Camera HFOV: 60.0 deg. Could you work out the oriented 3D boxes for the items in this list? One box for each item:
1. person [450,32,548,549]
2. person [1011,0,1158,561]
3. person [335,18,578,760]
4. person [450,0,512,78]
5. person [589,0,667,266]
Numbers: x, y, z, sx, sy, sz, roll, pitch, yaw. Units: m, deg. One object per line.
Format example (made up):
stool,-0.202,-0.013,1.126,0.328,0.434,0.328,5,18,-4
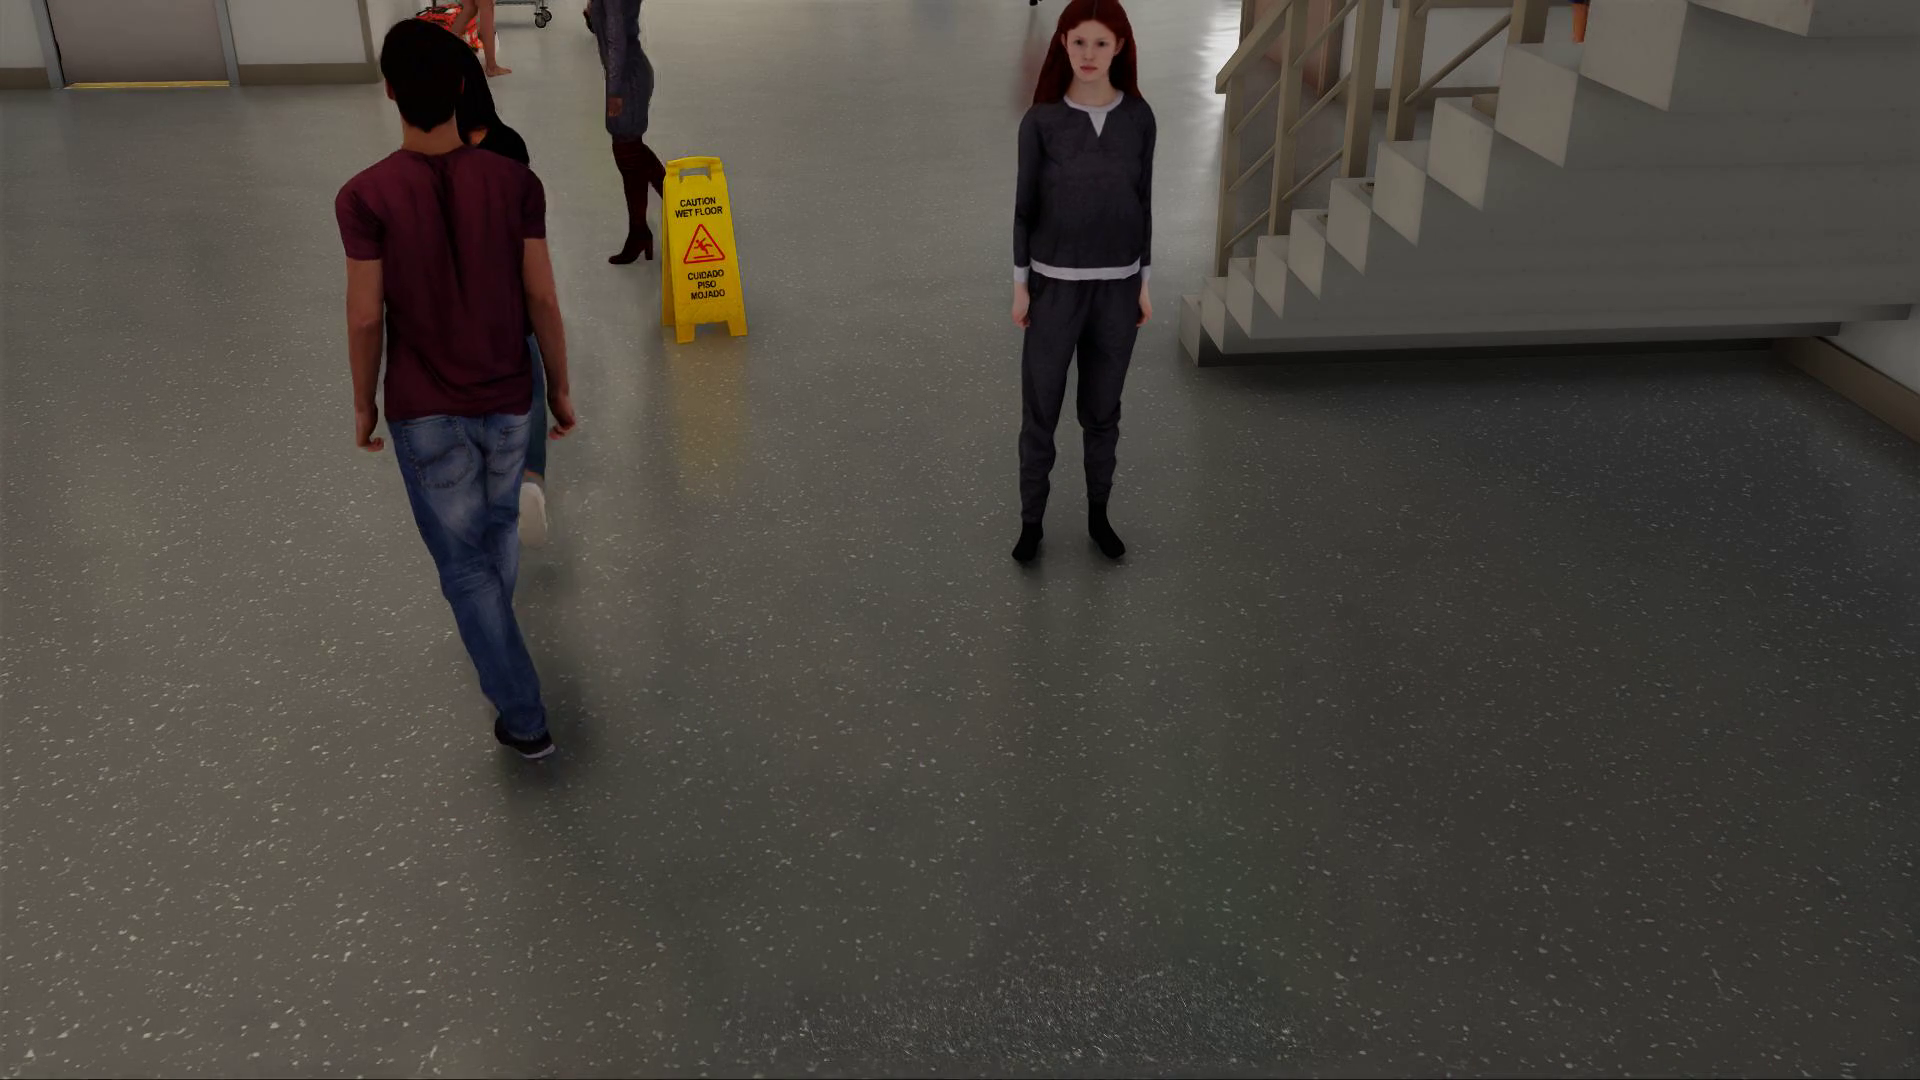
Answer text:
person,-1.492,-0.750,5.282,0.716,1.627,0.995,-9,27,-17
person,0.380,-0.776,5.159,0.587,1.781,0.477,-3,26,-5
person,-1.220,-0.305,4.149,1.039,1.810,1.262,-16,30,-29
person,-3.903,-4.466,12.851,0.855,1.746,0.919,23,34,39
person,-1.626,-2.263,8.325,0.748,1.709,0.656,-3,26,-6
